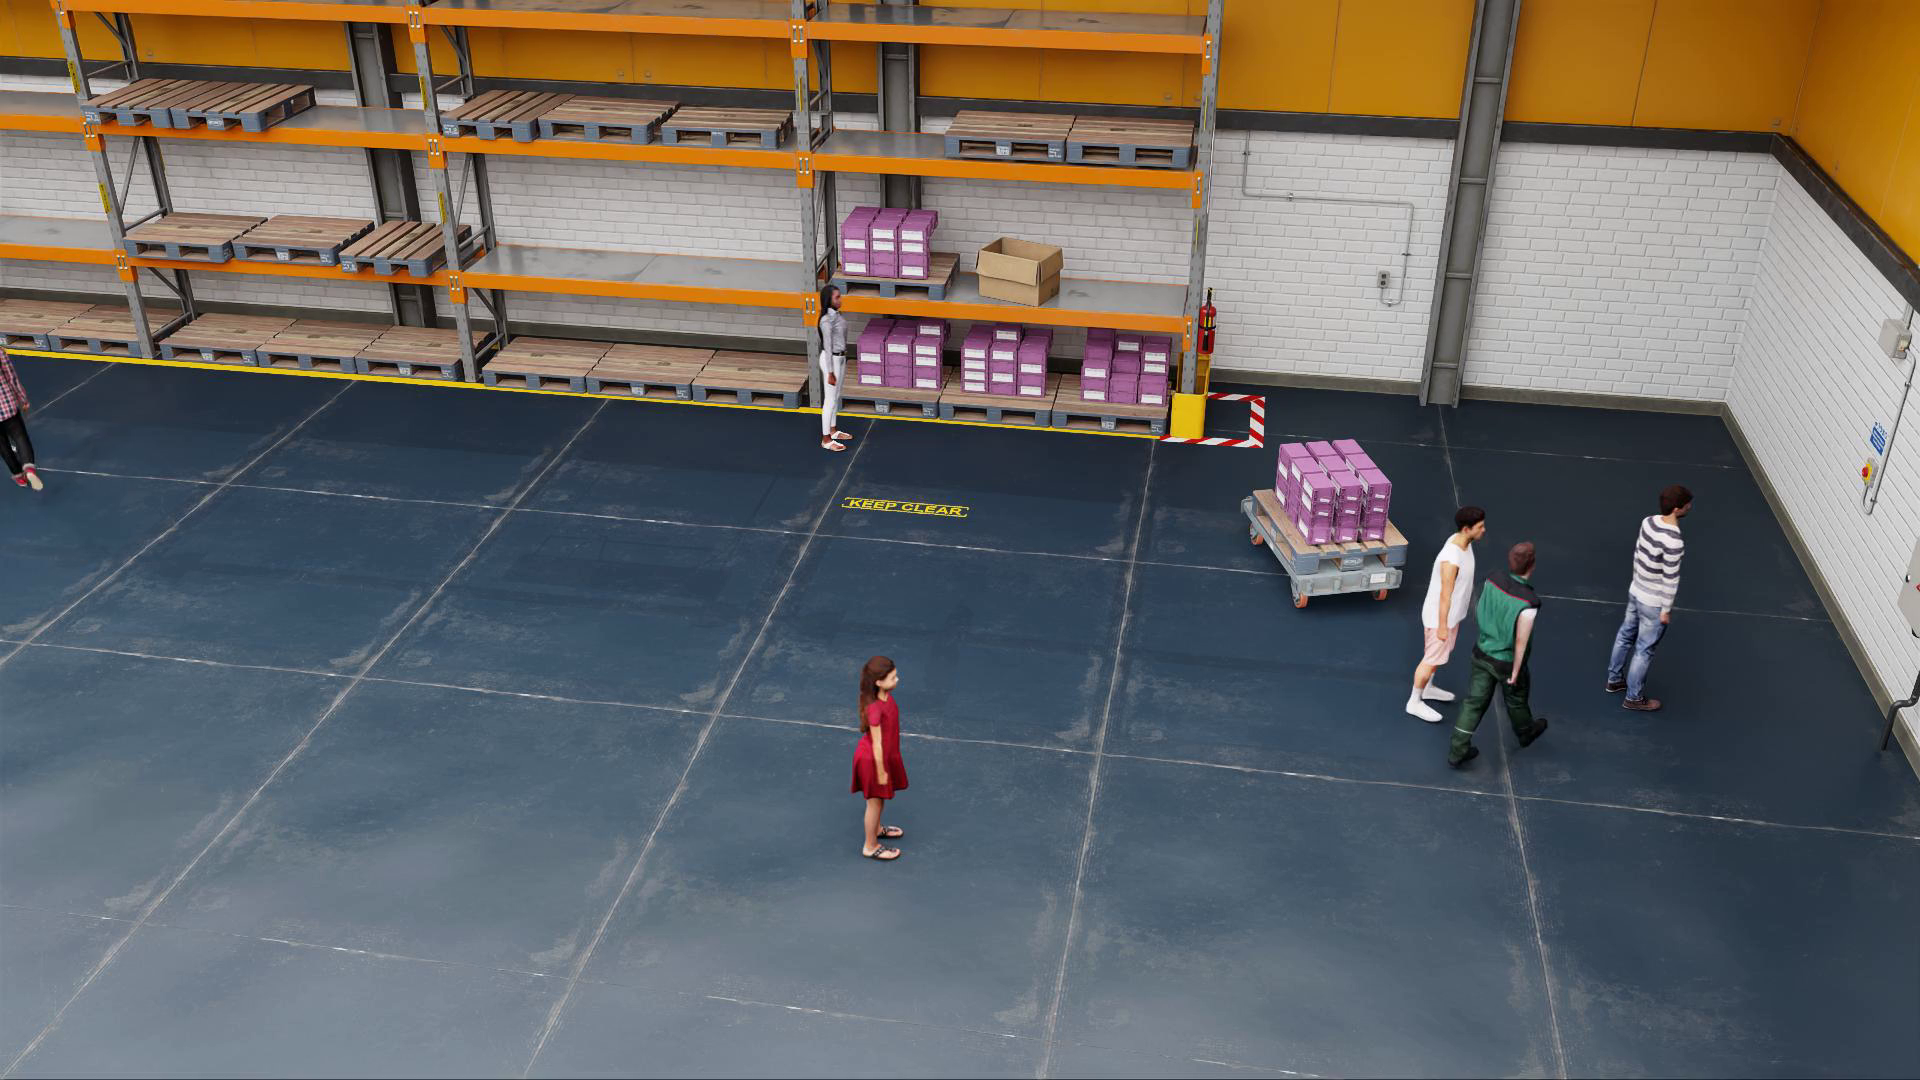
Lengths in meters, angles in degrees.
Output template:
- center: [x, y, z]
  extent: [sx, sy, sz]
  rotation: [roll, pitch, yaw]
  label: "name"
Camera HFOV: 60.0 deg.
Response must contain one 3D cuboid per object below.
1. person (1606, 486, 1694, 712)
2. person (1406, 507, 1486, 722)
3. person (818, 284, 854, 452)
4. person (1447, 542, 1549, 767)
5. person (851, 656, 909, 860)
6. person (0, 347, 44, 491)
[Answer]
- center: [5.297, 0.422, 12.766]
  extent: [0.646, 1.853, 0.704]
  rotation: [-4, 29, -7]
  label: "person"
- center: [3.668, 0.534, 12.638]
  extent: [0.693, 1.779, 0.714]
  rotation: [15, 32, 26]
  label: "person"
- center: [-1.287, -1.781, 16.940]
  extent: [0.495, 1.724, 0.599]
  rotation: [6, 29, 10]
  label: "person"
- center: [3.847, 0.858, 12.034]
  extent: [1.185, 1.789, 1.123]
  rotation: [-18, 33, -29]
  label: "person"
- center: [-0.560, 1.450, 11.196]
  extent: [0.605, 1.552, 0.542]
  rotation: [3, 29, 6]
  label: "person"
- center: [-9.212, -1.235, 15.933]
  extent: [1.035, 1.729, 1.099]
  rotation: [-16, 32, -27]
  label: "person"
